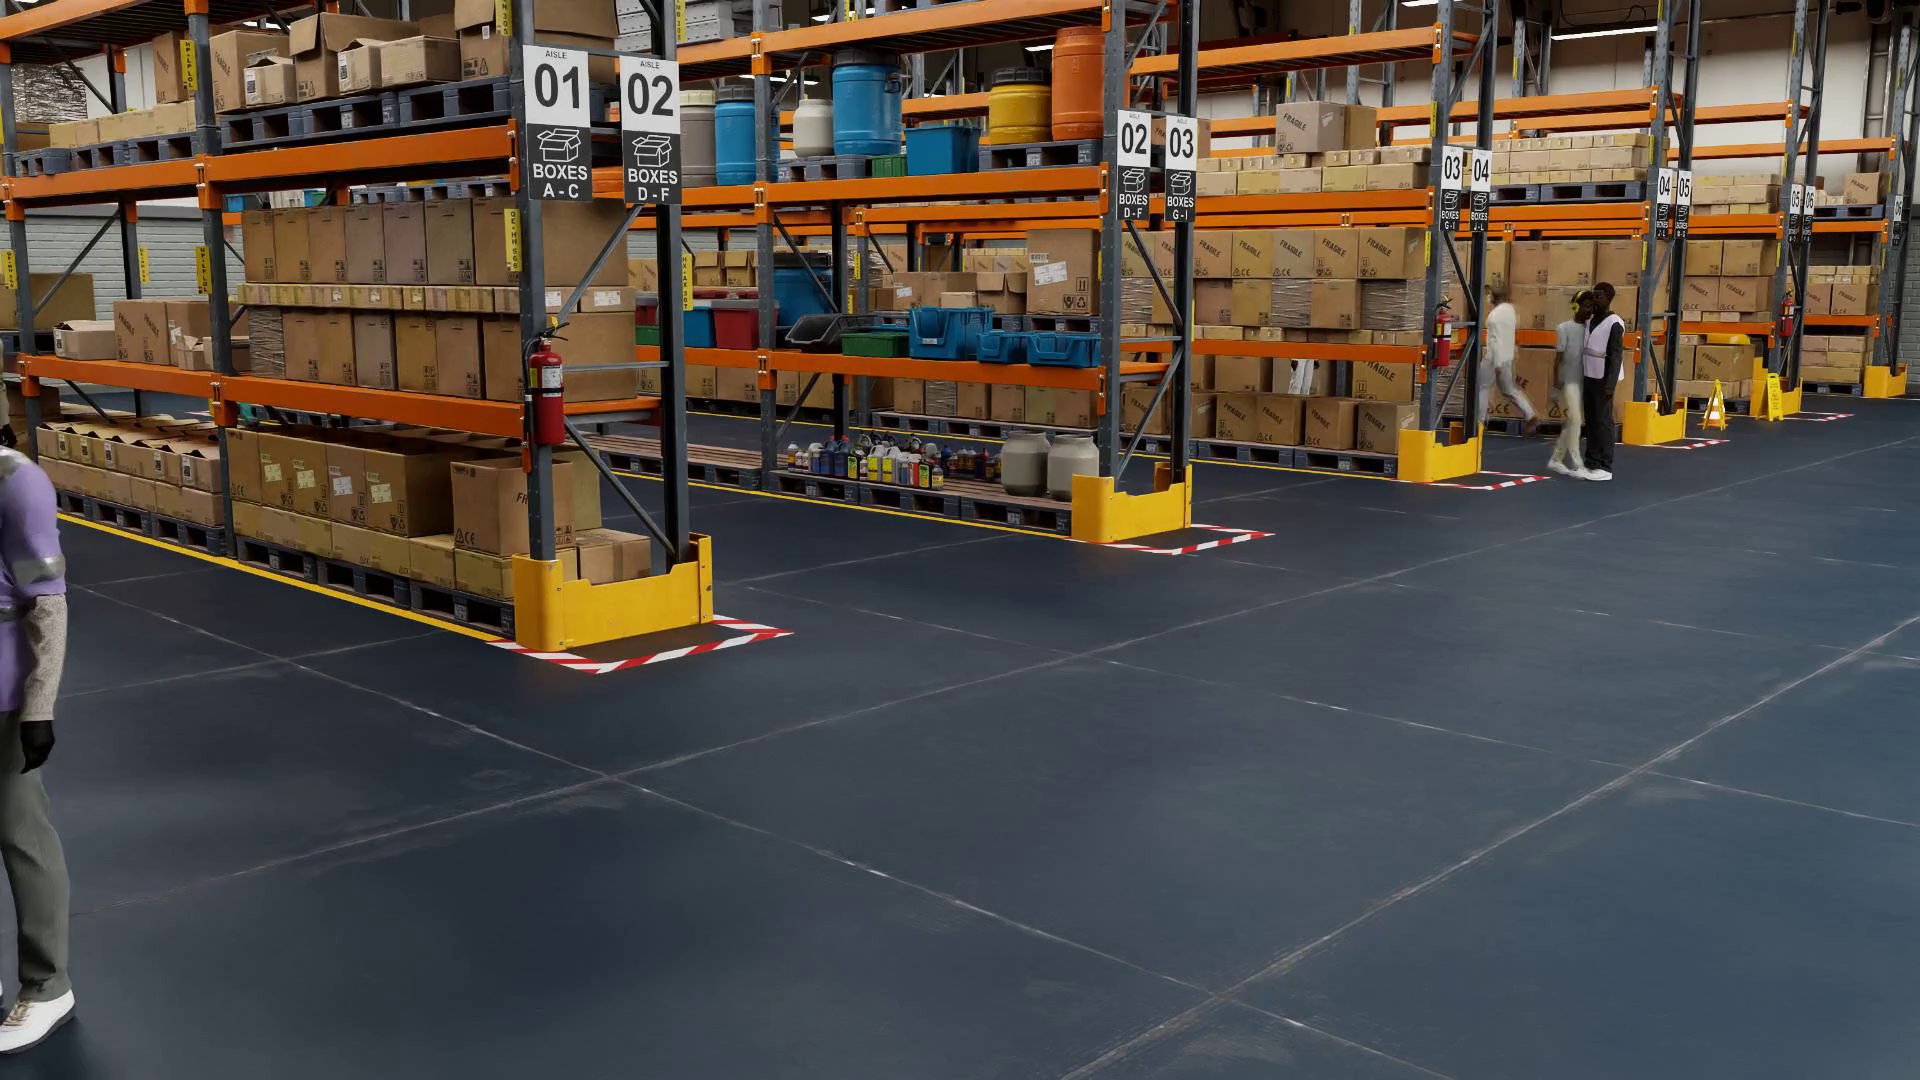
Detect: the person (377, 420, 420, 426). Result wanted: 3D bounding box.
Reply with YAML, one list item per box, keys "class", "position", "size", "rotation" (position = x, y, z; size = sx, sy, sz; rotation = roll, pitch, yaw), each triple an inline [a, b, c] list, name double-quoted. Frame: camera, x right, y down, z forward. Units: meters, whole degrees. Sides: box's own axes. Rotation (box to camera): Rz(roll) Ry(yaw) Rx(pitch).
- class: "person"
  position: [-5.213, -1.310, 15.309]
  size: [0.548, 1.746, 0.426]
  rotation: [-8, 12, -39]

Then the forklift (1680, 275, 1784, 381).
- class: "forklift"
  position: [12.480, -3.427, 27.053]
  size: [1.214, 2.155, 2.313]
  rotation: [9, 13, 43]

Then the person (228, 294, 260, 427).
- class: "person"
  position: [-9.256, -2.246, 21.126]
  size: [0.558, 1.719, 0.886]
  rotation: [-8, 12, -42]

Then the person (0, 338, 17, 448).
- class: "person"
  position: [-6.740, -0.794, 11.389]
  size: [0.388, 1.995, 0.621]
  rotation: [2, 10, 13]

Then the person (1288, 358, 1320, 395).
- class: "person"
  position: [4.358, -2.313, 21.048]
  size: [0.353, 1.883, 0.573]
  rotation: [8, 12, 41]

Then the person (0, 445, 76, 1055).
- class: "person"
  position: [-2.614, 0.390, 4.364]
  size: [0.585, 1.920, 0.382]
  rotation: [3, 10, 18]

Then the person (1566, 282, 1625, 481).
- class: "person"
  position: [6.268, -1.556, 16.290]
  size: [0.390, 1.921, 0.591]
  rotation: [-1, 9, -8]

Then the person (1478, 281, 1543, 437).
- class: "person"
  position: [6.648, -2.204, 20.324]
  size: [0.917, 1.907, 0.630]
  rotation: [7, 12, 38]

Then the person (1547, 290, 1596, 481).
- class: "person"
  position: [6.127, -1.538, 16.475]
  size: [0.567, 1.858, 0.646]
  rotation: [-4, 10, -25]

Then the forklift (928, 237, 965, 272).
- class: "forklift"
  position: [-0.326, -5.817, 39.609]
  size: [1.129, 2.768, 1.873]
  rotation: [9, 13, 43]
